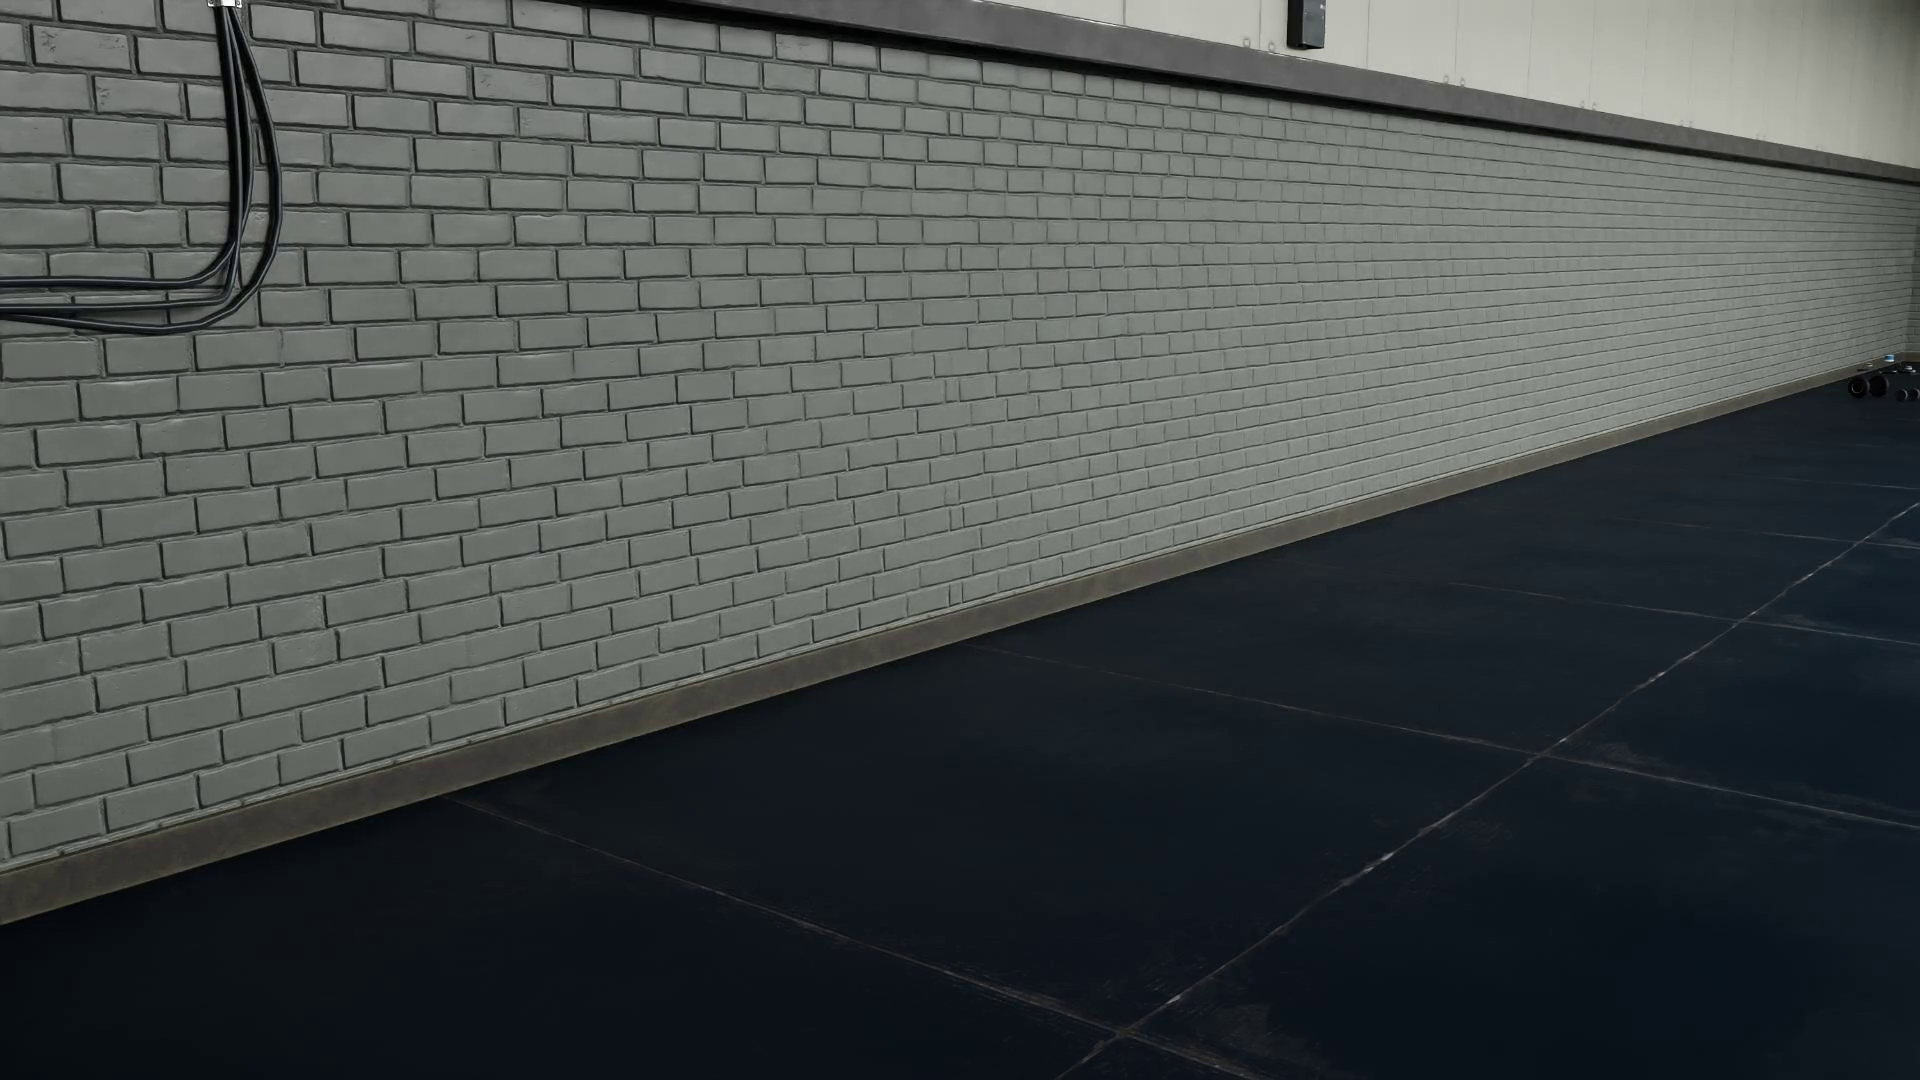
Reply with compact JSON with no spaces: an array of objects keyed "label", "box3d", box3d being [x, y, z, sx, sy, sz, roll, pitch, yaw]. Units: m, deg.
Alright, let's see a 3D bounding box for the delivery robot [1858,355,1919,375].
[{"label":"delivery robot","box3d":[11.830,-2.240,21.181,0.335,0.223,0.698,-6,12,-29]}]
